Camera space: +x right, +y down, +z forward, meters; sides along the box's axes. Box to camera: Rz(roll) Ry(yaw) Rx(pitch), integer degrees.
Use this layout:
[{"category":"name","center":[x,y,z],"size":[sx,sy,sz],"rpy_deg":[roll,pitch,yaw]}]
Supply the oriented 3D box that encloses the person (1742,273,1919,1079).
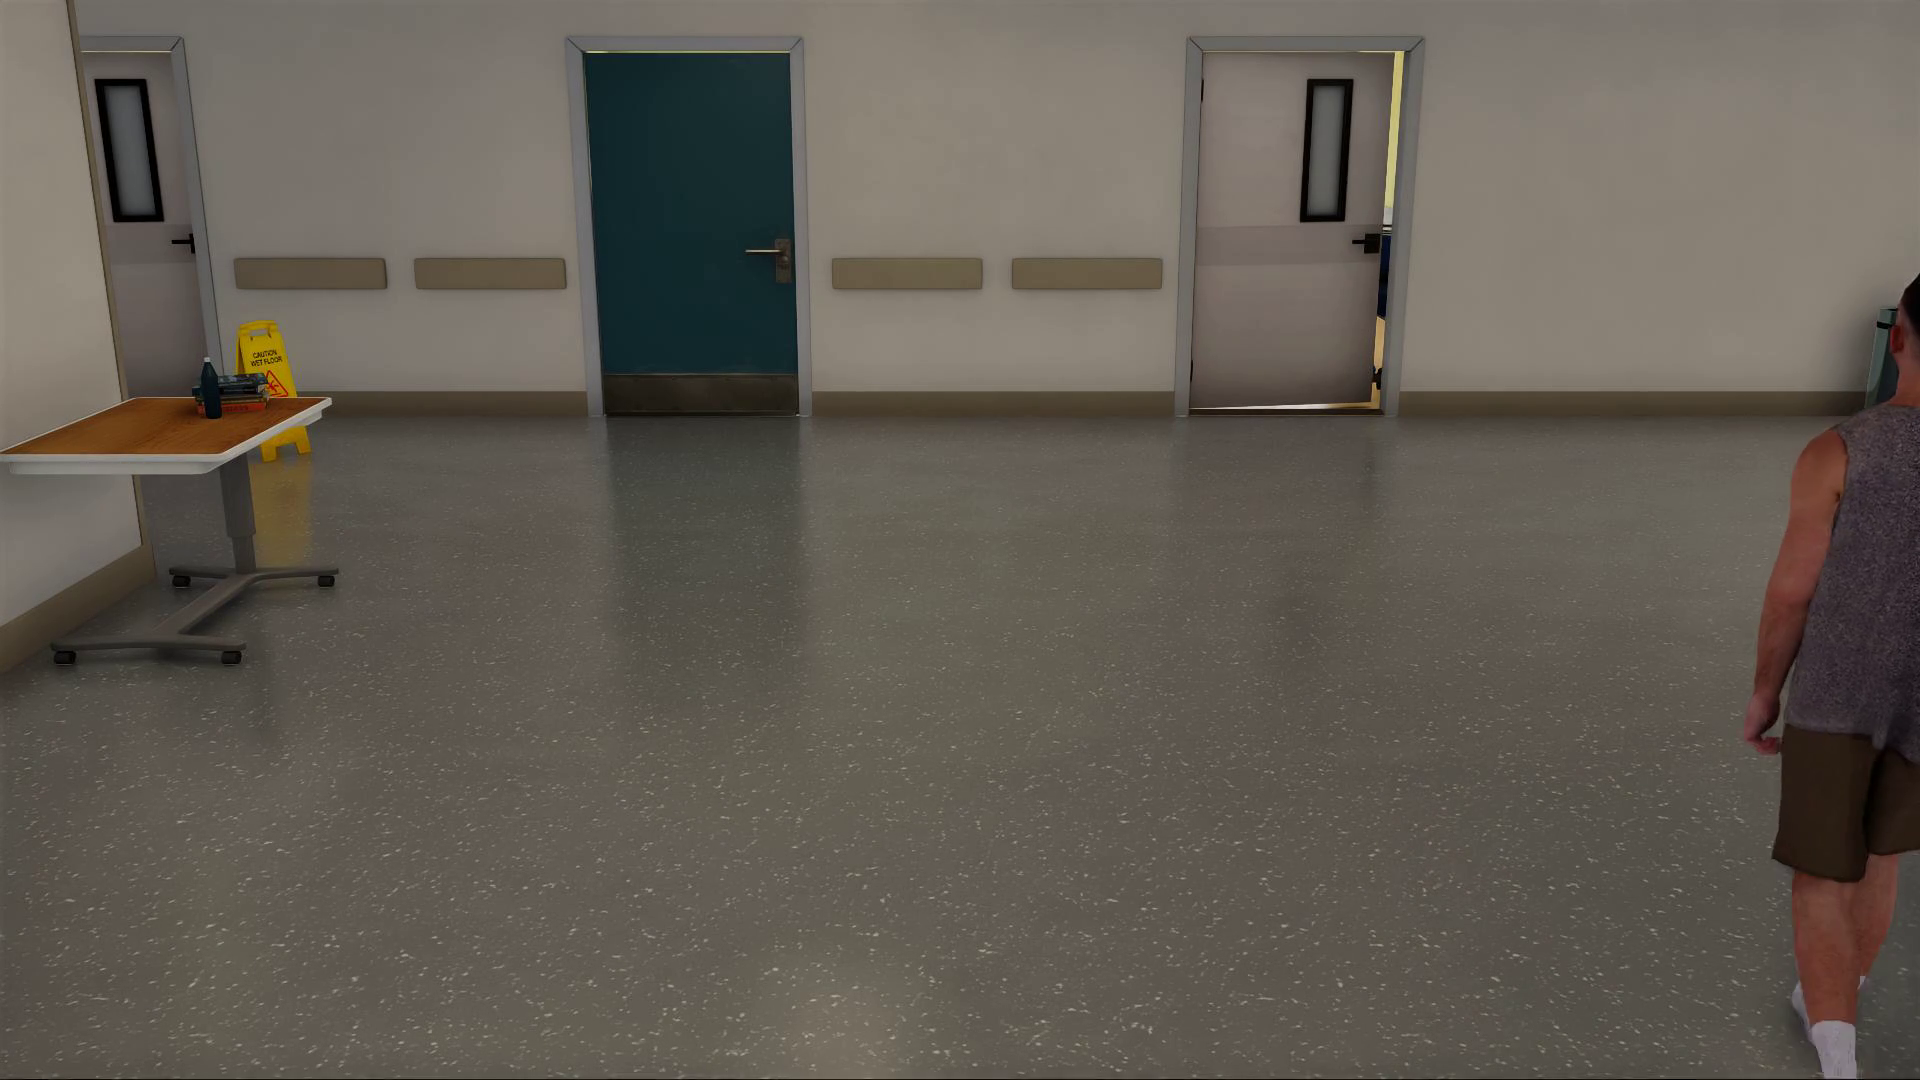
[{"category":"person","center":[1.839,0.377,3.298],"size":[1.167,1.815,0.927],"rpy_deg":[4,16,15]}]
